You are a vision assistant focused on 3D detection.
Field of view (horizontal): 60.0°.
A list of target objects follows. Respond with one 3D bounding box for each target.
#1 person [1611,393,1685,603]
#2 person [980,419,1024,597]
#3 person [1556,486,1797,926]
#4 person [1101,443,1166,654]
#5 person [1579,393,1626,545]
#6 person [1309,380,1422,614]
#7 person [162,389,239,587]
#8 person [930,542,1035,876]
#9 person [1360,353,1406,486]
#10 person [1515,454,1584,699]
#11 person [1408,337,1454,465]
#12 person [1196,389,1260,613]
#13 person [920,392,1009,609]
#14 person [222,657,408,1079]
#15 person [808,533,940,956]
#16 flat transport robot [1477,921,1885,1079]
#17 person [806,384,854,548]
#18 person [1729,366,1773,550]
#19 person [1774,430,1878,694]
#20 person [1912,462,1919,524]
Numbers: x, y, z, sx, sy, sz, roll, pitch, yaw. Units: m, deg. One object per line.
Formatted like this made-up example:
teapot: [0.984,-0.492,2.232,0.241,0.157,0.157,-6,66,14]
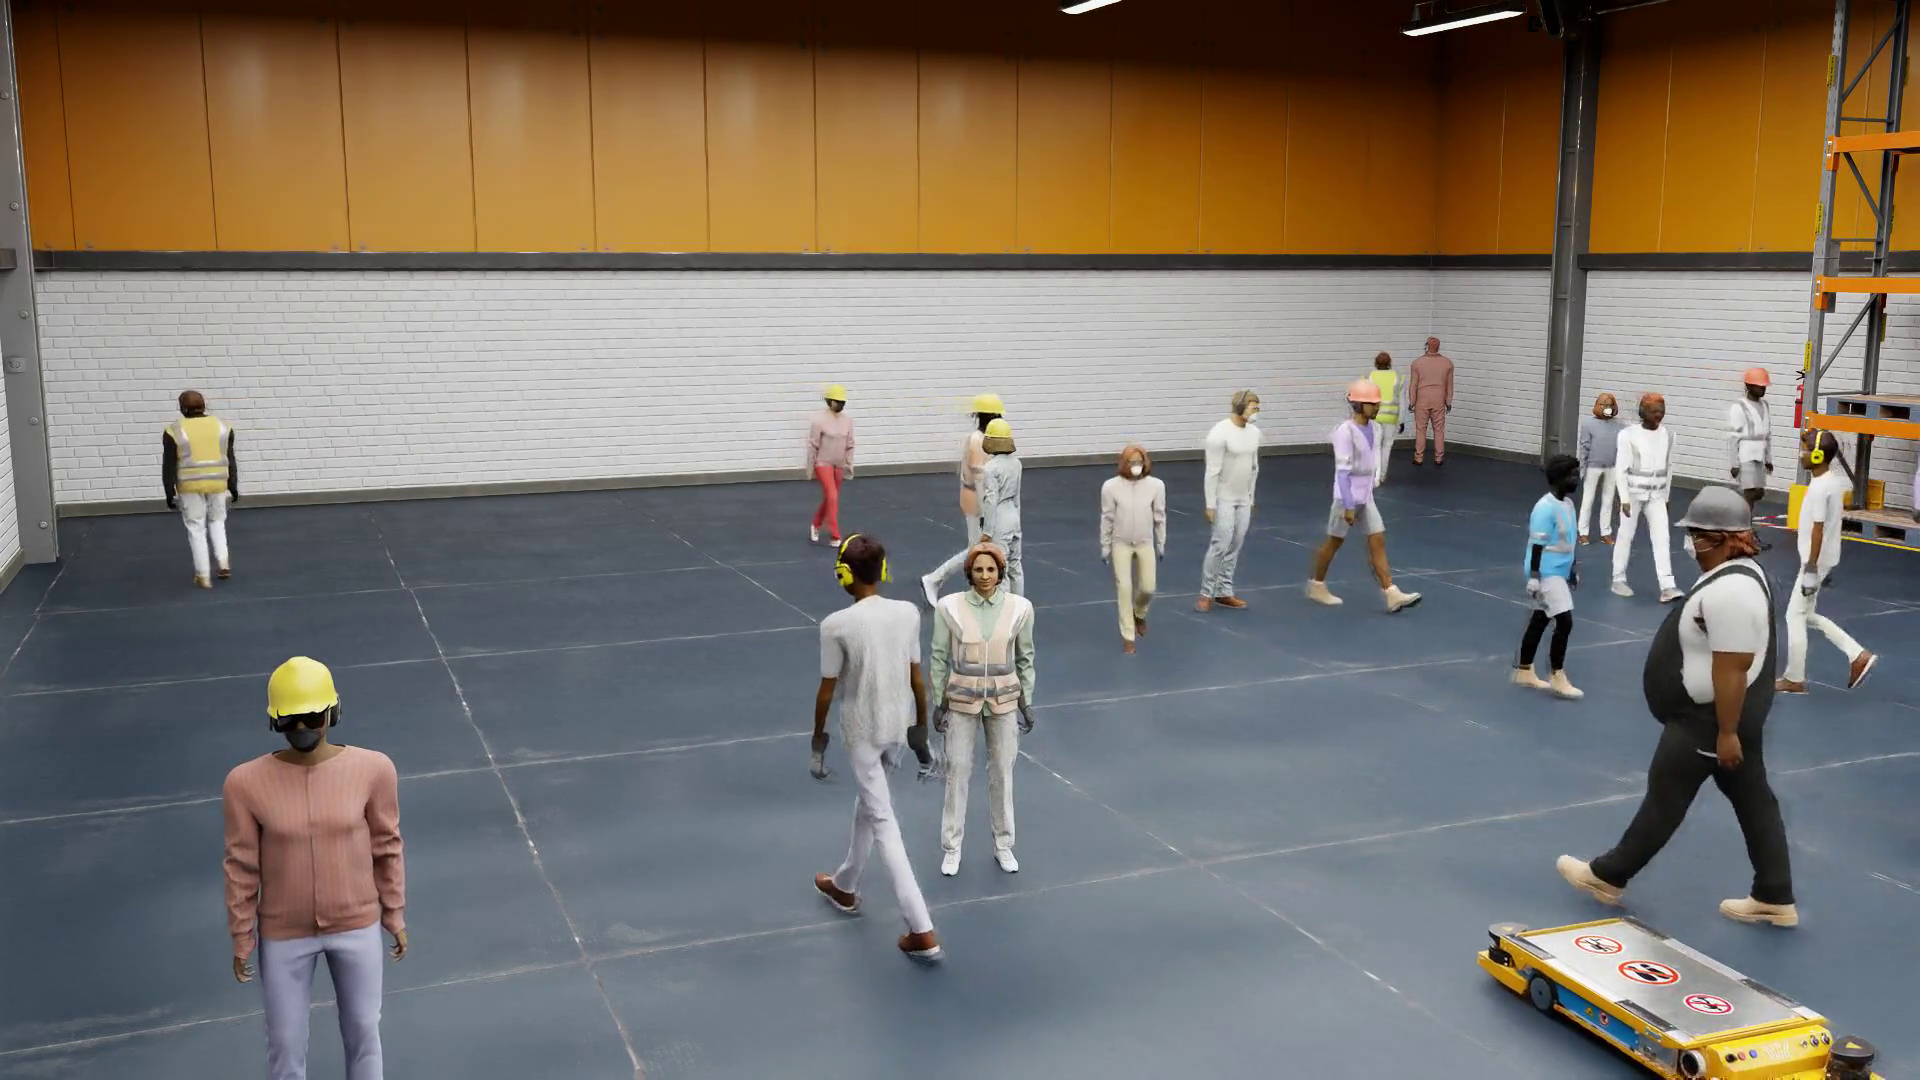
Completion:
person: [6.075,-0.359,14.640,0.589,1.831,0.966,-1,9,-8]
person: [0.313,-0.105,13.376,0.317,1.743,0.488,6,11,33]
person: [3.344,0.711,7.536,1.037,2.000,0.694,6,11,33]
person: [1.326,0.048,12.826,0.503,1.622,0.443,0,9,-3]
person: [6.811,-0.754,17.670,0.494,1.624,0.279,-1,9,-4]
person: [3.440,-0.363,14.180,0.635,1.985,1.063,-9,13,-43]
person: [-7.020,-0.476,15.367,0.652,1.825,0.450,-9,13,-42]
person: [0.111,0.816,8.103,0.513,1.642,0.311,-1,9,-6]
person: [5.681,-1.635,22.509,0.646,1.793,0.954,1,9,8]
person: [4.139,0.248,11.416,0.653,1.669,0.553,7,12,36]
person: [6.982,-2.056,24.706,0.653,1.906,0.408,0,9,3]
person: [2.304,-0.329,14.227,0.657,1.920,0.448,-9,13,-43]
person: [0.089,-0.307,14.125,0.765,1.902,0.587,2,10,11]
person: [-2.016,1.227,5.238,0.535,1.767,0.316,-4,10,-23]
person: [-0.379,0.871,7.296,0.530,1.812,1.019,-7,12,-38]
flat transport robot: [2.705,1.783,6.389,0.652,0.197,1.431,-3,10,-19]
person: [-1.417,-0.797,17.610,0.525,1.728,0.798,-9,13,-43]
person: [8.269,-0.877,17.514,0.556,1.920,0.735,-6,11,-31]
person: [5.917,0.171,11.396,0.636,1.853,0.520,6,11,34]
person: [8.382,-0.271,13.926,0.679,1.885,0.616,5,10,25]
